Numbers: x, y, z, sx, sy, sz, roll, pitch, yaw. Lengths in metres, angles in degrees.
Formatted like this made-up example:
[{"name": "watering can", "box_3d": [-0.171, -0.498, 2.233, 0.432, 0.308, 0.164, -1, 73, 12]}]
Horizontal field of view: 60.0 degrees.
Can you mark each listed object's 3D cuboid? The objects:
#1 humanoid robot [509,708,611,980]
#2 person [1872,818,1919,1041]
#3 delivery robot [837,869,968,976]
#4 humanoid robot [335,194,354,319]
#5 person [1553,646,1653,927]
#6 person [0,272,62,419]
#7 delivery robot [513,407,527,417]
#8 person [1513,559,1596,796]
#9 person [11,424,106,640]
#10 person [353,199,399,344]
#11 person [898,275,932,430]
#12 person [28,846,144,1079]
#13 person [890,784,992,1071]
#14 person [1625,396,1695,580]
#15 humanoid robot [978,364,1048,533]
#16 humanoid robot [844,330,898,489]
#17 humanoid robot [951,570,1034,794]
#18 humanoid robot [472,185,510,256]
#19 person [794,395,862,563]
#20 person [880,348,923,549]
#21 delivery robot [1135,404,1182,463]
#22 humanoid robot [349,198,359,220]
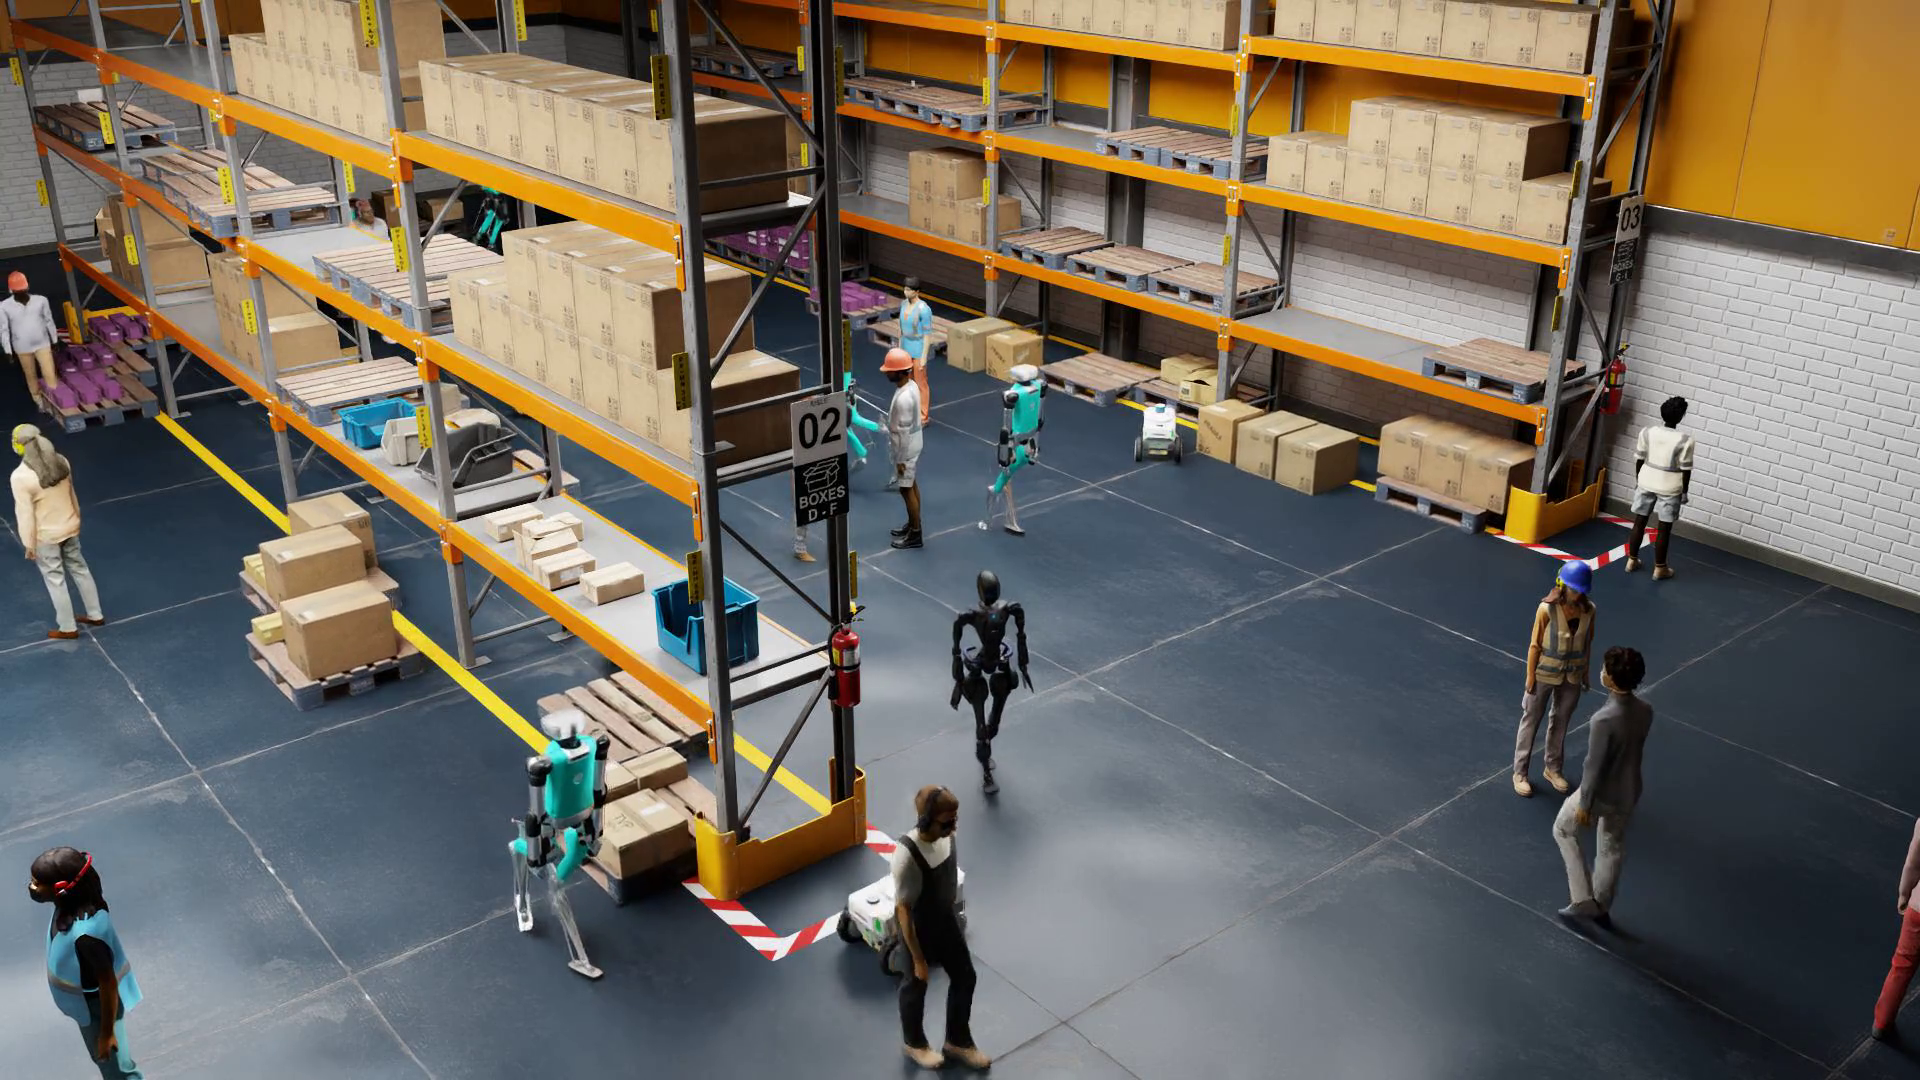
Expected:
[{"name": "humanoid robot", "box_3d": [-2.496, 1.704, 9.909, 1.032, 1.756, 0.548, 20, 30, 38]}, {"name": "person", "box_3d": [5.383, 2.032, 9.064, 0.347, 1.759, 0.520, -19, 30, -37]}, {"name": "delivery robot", "box_3d": [-0.326, 2.221, 10.110, 0.756, 0.571, 0.499, -18, 29, -36]}, {"name": "humanoid robot", "box_3d": [-8.501, -3.841, 22.519, 0.735, 1.677, 0.533, -1, 23, -3]}, {"name": "person", "box_3d": [3.934, 1.511, 10.118, 0.542, 1.881, 0.468, -10, 25, -21]}, {"name": "person", "box_3d": [-10.570, -2.210, 18.941, 0.592, 1.698, 0.899, -16, 28, -32]}, {"name": "delivery robot", "box_3d": [-4.779, -1.663, 19.159, 0.792, 0.614, 0.499, 19, 30, 37]}, {"name": "person", "box_3d": [4.146, 0.947, 11.546, 0.462, 1.777, 0.307, -4, 24, -8]}, {"name": "person", "box_3d": [-7.527, -0.068, 13.800, 0.391, 1.867, 0.571, 8, 25, 19]}, {"name": "person", "box_3d": [-7.701, -3.540, 21.800, 0.744, 1.886, 0.650, 14, 27, 28]}, {"name": "person", "box_3d": [-0.529, -2.096, 18.610, 0.326, 1.766, 0.488, -20, 30, -38]}, {"name": "person", "box_3d": [-4.275, 2.327, 8.241, 0.384, 1.865, 0.539, -19, 30, -37]}, {"name": "person", "box_3d": [-0.102, 2.101, 8.812, 0.651, 1.821, 0.520, 17, 29, 35]}, {"name": "person", "box_3d": [6.292, -0.471, 14.930, 0.321, 1.697, 0.529, -20, 30, -38]}, {"name": "humanoid robot", "box_3d": [0.411, -0.811, 15.791, 0.546, 1.888, 0.807, -21, 31, -40]}, {"name": "humanoid robot", "box_3d": [-0.918, -1.259, 16.789, 1.020, 1.781, 0.538, 3, 24, 7]}, {"name": "humanoid robot", "box_3d": [0.246, 0.965, 11.662, 0.608, 1.636, 0.699, -8, 25, -18]}, {"name": "humanoid robot", "box_3d": [-7.234, -4.885, 25.164, 0.549, 1.814, 0.883, 13, 26, 27]}, {"name": "person", "box_3d": [-1.267, -0.525, 15.138, 0.689, 1.627, 0.455, 17, 29, 34]}, {"name": "person", "box_3d": [-0.540, -0.860, 15.555, 0.391, 1.927, 0.541, 1, 23, 2]}, {"name": "delivery robot", "box_3d": [2.151, -1.154, 17.977, 0.500, 0.612, 0.784, 3, 23, 6]}, {"name": "humanoid robot", "box_3d": [-8.226, -3.842, 22.758, 0.343, 1.656, 0.589, 10, 25, 23]}]
